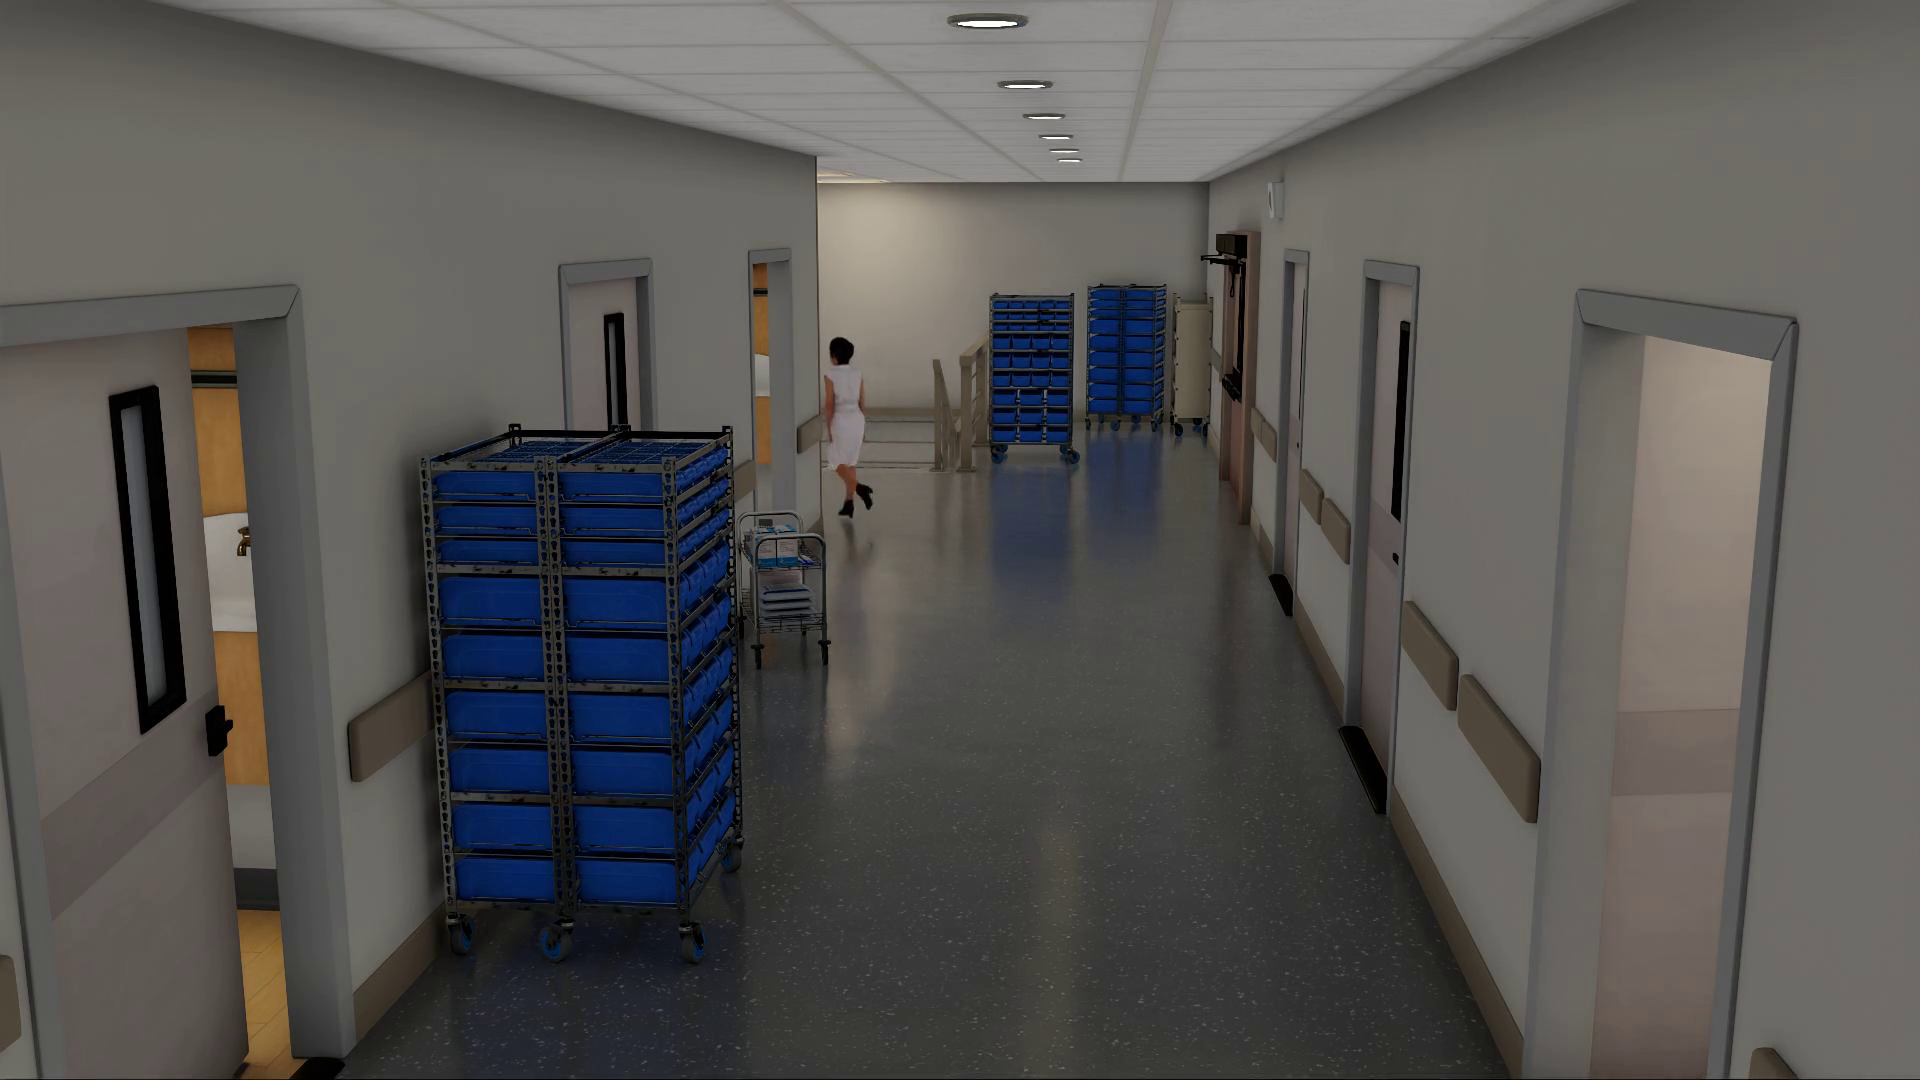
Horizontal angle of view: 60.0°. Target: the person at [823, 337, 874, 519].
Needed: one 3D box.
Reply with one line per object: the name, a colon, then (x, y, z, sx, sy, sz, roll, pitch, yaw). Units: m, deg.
person: (-0.913, -0.903, 13.891, 0.843, 1.532, 0.932, -7, 13, -34)
